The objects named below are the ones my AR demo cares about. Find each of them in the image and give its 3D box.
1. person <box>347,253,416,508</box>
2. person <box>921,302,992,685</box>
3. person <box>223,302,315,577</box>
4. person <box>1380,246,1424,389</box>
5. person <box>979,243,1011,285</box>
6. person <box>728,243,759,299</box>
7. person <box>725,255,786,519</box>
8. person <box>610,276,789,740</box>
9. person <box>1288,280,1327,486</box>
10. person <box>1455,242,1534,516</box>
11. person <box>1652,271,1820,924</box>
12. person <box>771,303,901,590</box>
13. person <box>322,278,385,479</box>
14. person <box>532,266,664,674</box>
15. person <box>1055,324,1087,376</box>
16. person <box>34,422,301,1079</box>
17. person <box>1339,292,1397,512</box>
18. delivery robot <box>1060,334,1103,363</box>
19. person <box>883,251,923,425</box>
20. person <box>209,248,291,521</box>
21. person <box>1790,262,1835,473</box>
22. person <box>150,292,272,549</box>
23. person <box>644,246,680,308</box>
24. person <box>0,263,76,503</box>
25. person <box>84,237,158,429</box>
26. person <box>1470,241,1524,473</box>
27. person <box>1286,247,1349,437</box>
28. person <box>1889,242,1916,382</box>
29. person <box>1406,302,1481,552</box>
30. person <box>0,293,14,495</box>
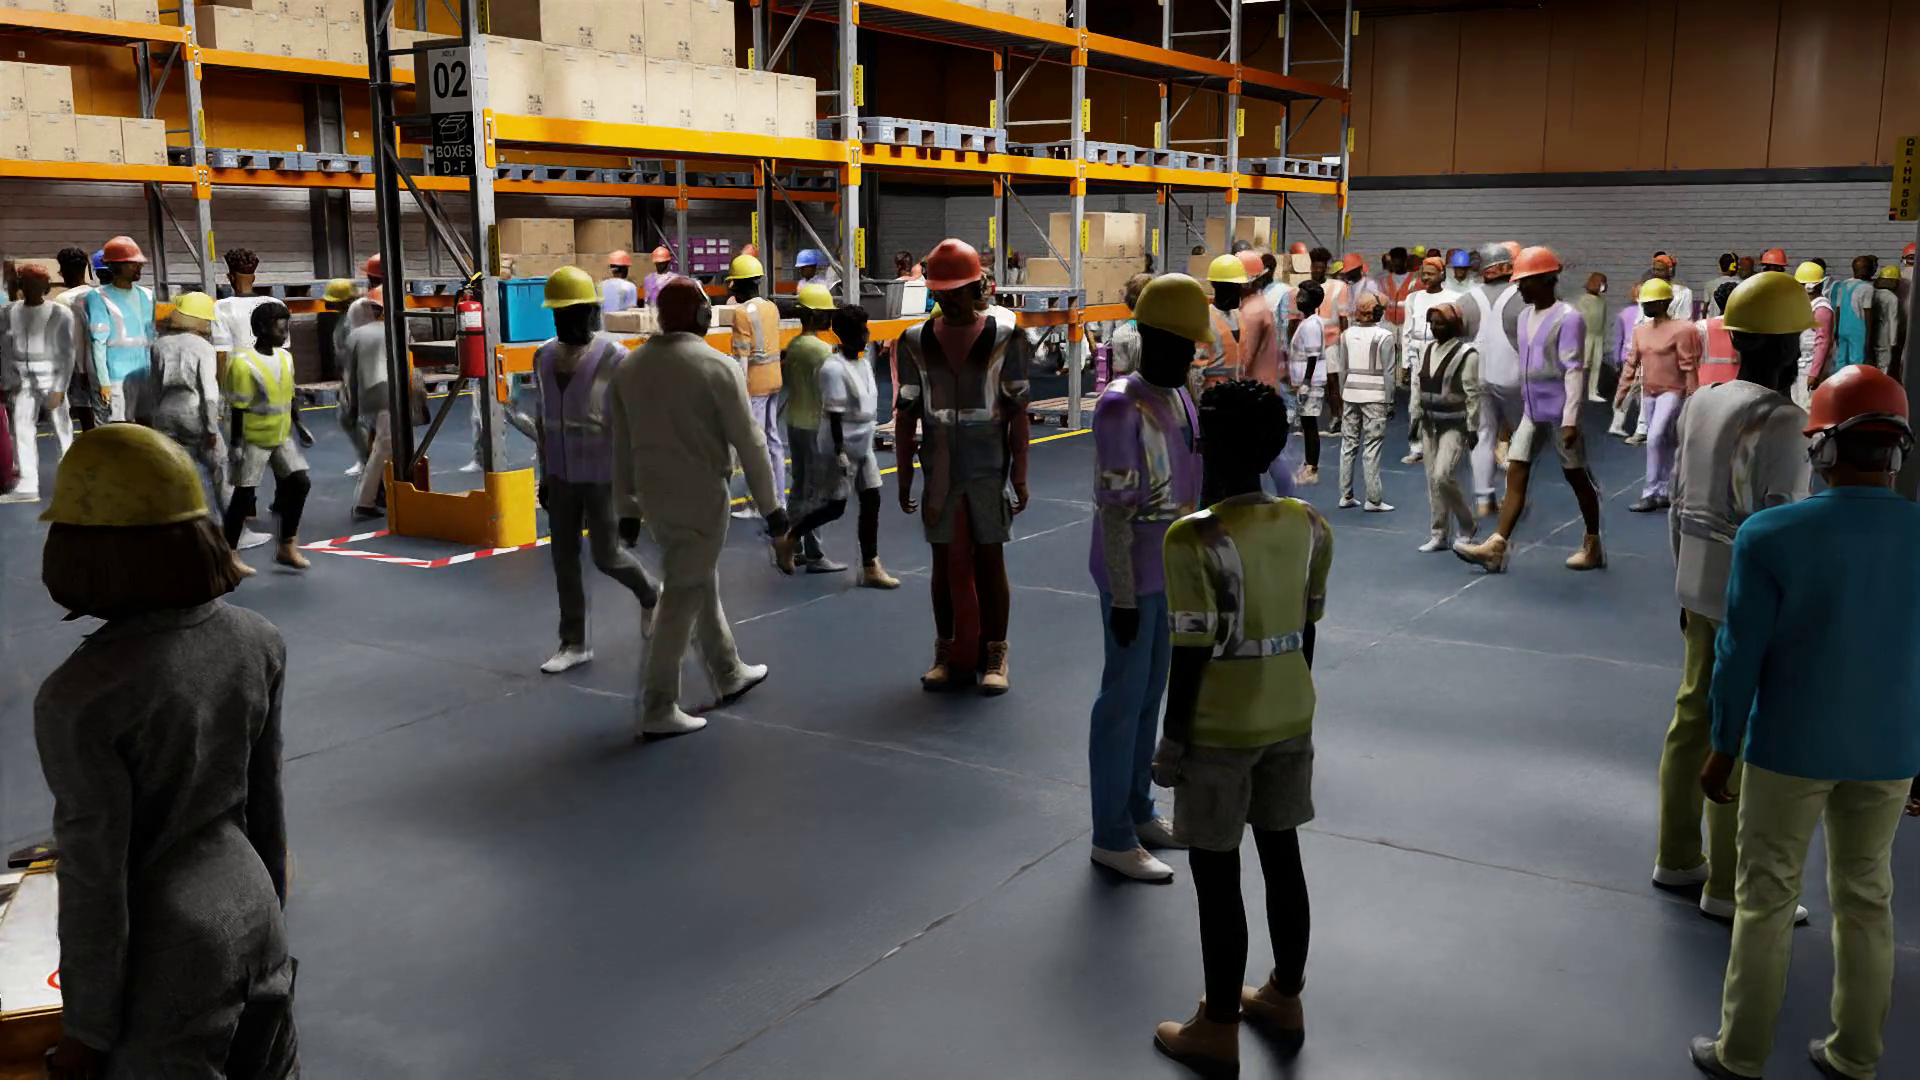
[{"bbox_3d":[-4.351,-1.209,12.649,0.382,1.928,0.554,6,12,30],"label":"person"},{"bbox_3d":[-0.006,-0.215,7.611,0.327,1.760,0.523,5,12,28],"label":"person"},{"bbox_3d":[-4.190,-0.599,10.038,0.625,1.653,0.549,3,11,16],"label":"person"},{"bbox_3d":[5.837,-2.908,22.027,0.649,1.932,0.488,7,12,33],"label":"person"},{"bbox_3d":[0.445,-3.430,24.635,0.716,2.000,0.892,-4,11,-21],"label":"person"},{"bbox_3d":[-2.863,-3.016,22.515,0.644,1.973,0.449,8,13,39],"label":"person"},{"bbox_3d":[-1.512,-1.114,12.163,0.407,1.917,0.583,3,11,18],"label":"person"},{"bbox_3d":[-1.048,-0.153,6.961,0.654,1.861,0.962,8,13,38],"label":"person"},{"bbox_3d":[2.874,-1.298,13.771,0.318,1.699,0.535,2,10,9],"label":"person"},{"bbox_3d":[3.956,-1.189,12.221,0.697,2.000,0.542,7,13,35],"label":"person"},{"bbox_3d":[2.338,0.174,4.972,0.355,1.930,0.593,-1,10,-8],"label":"person"},{"bbox_3d":[-0.719,-0.540,9.641,0.711,1.667,0.533,5,11,25],"label":"person"},{"bbox_3d":[-5.094,-1.352,14.041,0.517,1.702,0.501,-6,12,-31],"label":"person"},{"bbox_3d":[-1.740,-0.352,7.951,0.587,1.908,0.724,5,11,26],"label":"person"},{"bbox_3d":[1.688,-3.406,24.788,0.378,1.940,0.629,-6,12,-28],"label":"person"},{"bbox_3d":[-1.271,0.678,2.698,0.295,1.745,0.486,2,11,14],"label":"person"},{"bbox_3d":[3.037,-1.027,12.430,0.309,1.641,0.514,-7,13,-36],"label":"person"},{"bbox_3d":[1.931,-2.966,25.926,0.707,0.478,0.477,-2,10,-13],"label":"delivery robot"},{"bbox_3d":[-0.578,-2.129,17.809,0.408,1.909,0.593,9,14,42],"label":"person"},{"bbox_3d":[-5.129,-1.118,12.034,0.367,1.966,0.607,8,13,37],"label":"person"},{"bbox_3d":[7.377,-1.500,14.525,0.403,1.827,0.601,2,10,12],"label":"person"},{"bbox_3d":[-4.974,-0.739,10.712,0.578,1.690,0.683,2,10,10],"label":"person"},{"bbox_3d":[-3.940,-2.917,22.082,0.544,1.938,0.356,2,10,11],"label":"person"},{"bbox_3d":[-7.088,-1.173,12.719,0.750,1.858,0.337,0,10,3],"label":"person"},{"bbox_3d":[-6.231,-1.247,12.534,0.378,2.042,0.615,3,11,18],"label":"person"},{"bbox_3d":[4.650,-1.557,14.349,0.637,2.006,0.609,-4,11,-19],"label":"person"},{"bbox_3d":[3.704,-2.034,17.171,0.675,1.957,0.443,2,10,10],"label":"person"},{"bbox_3d":[11.136,-2.492,19.567,0.614,1.993,0.395,4,11,22],"label":"person"},{"bbox_3d":[3.114,-0.713,10.723,0.356,1.625,0.528,-5,11,-25],"label":"person"},{"bbox_3d":[-7.753,-1.315,13.043,0.381,1.995,0.611,8,13,38],"label":"person"}]
